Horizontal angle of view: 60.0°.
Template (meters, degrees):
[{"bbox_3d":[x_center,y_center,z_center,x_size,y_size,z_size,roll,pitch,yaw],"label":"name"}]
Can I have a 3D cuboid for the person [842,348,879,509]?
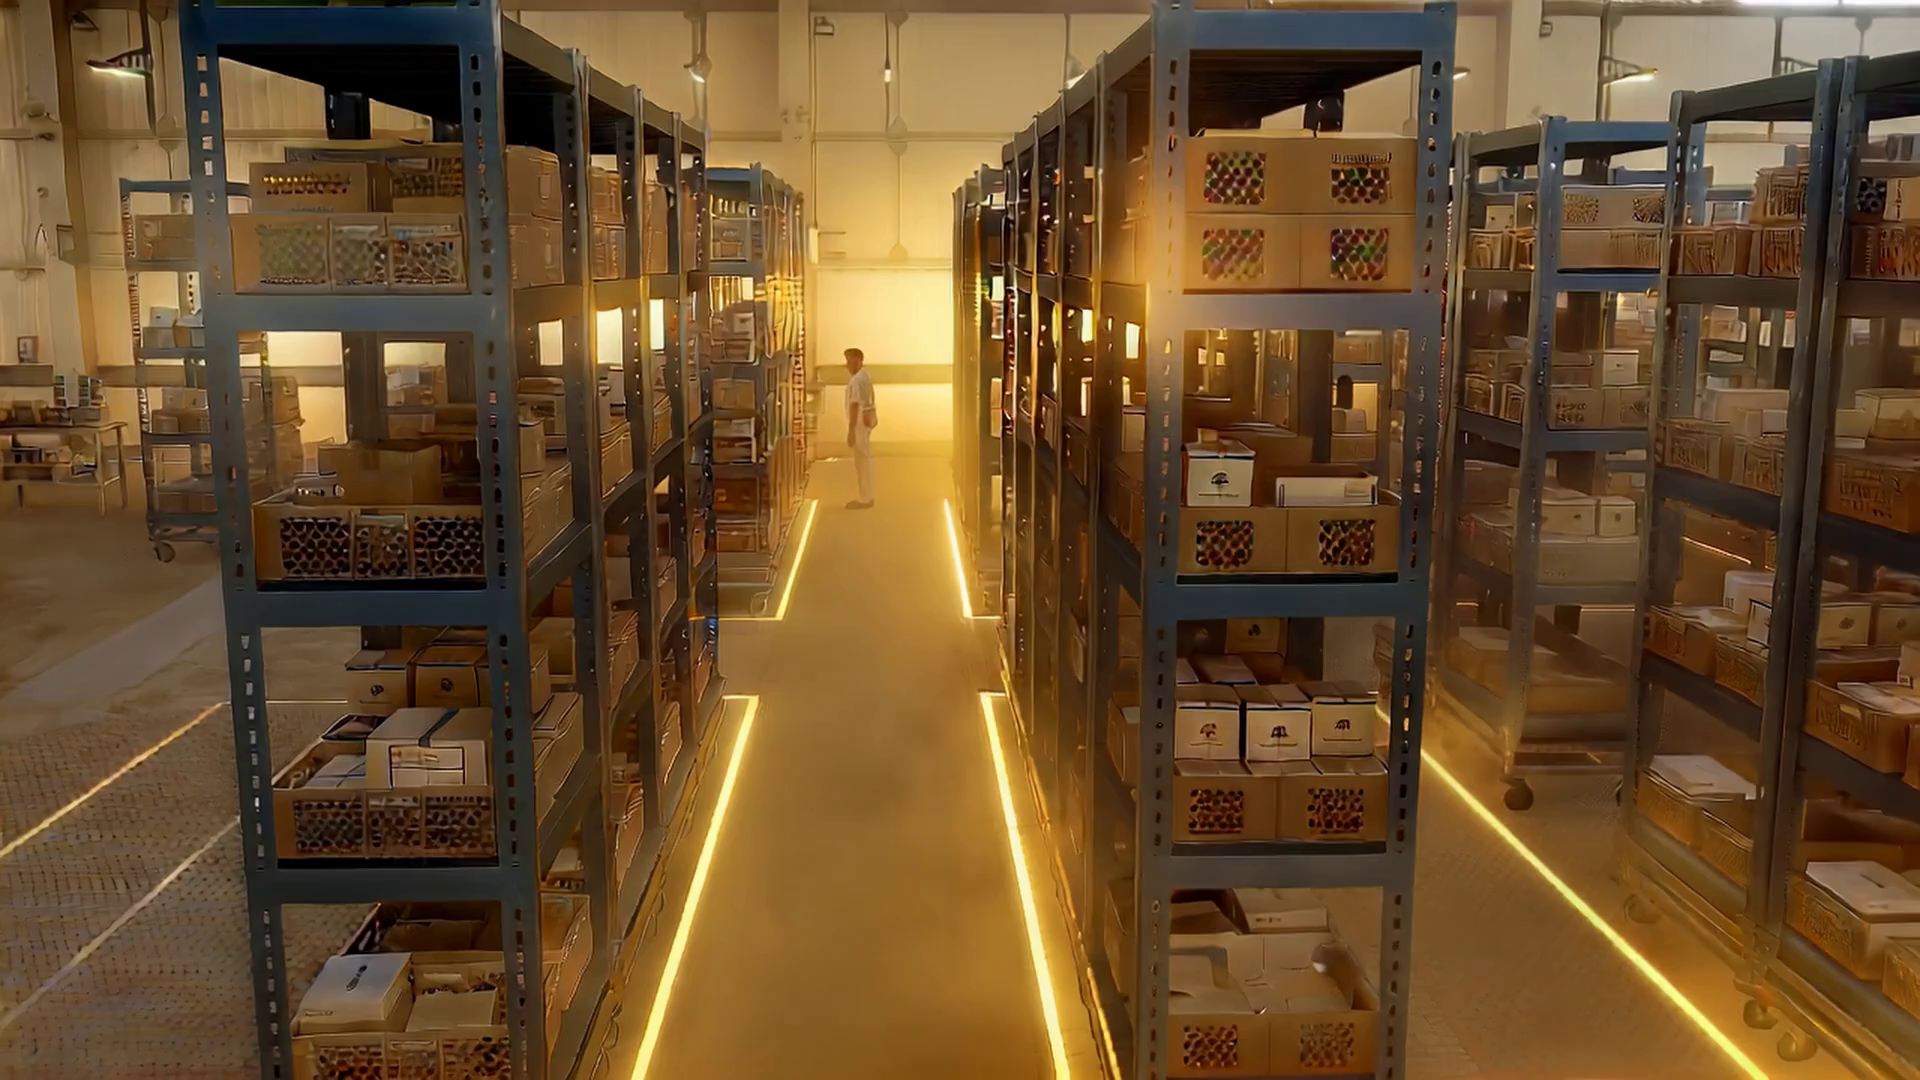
[{"bbox_3d":[-1.134,-1.273,19.030,0.389,1.837,0.560,2,10,10],"label":"person"}]
